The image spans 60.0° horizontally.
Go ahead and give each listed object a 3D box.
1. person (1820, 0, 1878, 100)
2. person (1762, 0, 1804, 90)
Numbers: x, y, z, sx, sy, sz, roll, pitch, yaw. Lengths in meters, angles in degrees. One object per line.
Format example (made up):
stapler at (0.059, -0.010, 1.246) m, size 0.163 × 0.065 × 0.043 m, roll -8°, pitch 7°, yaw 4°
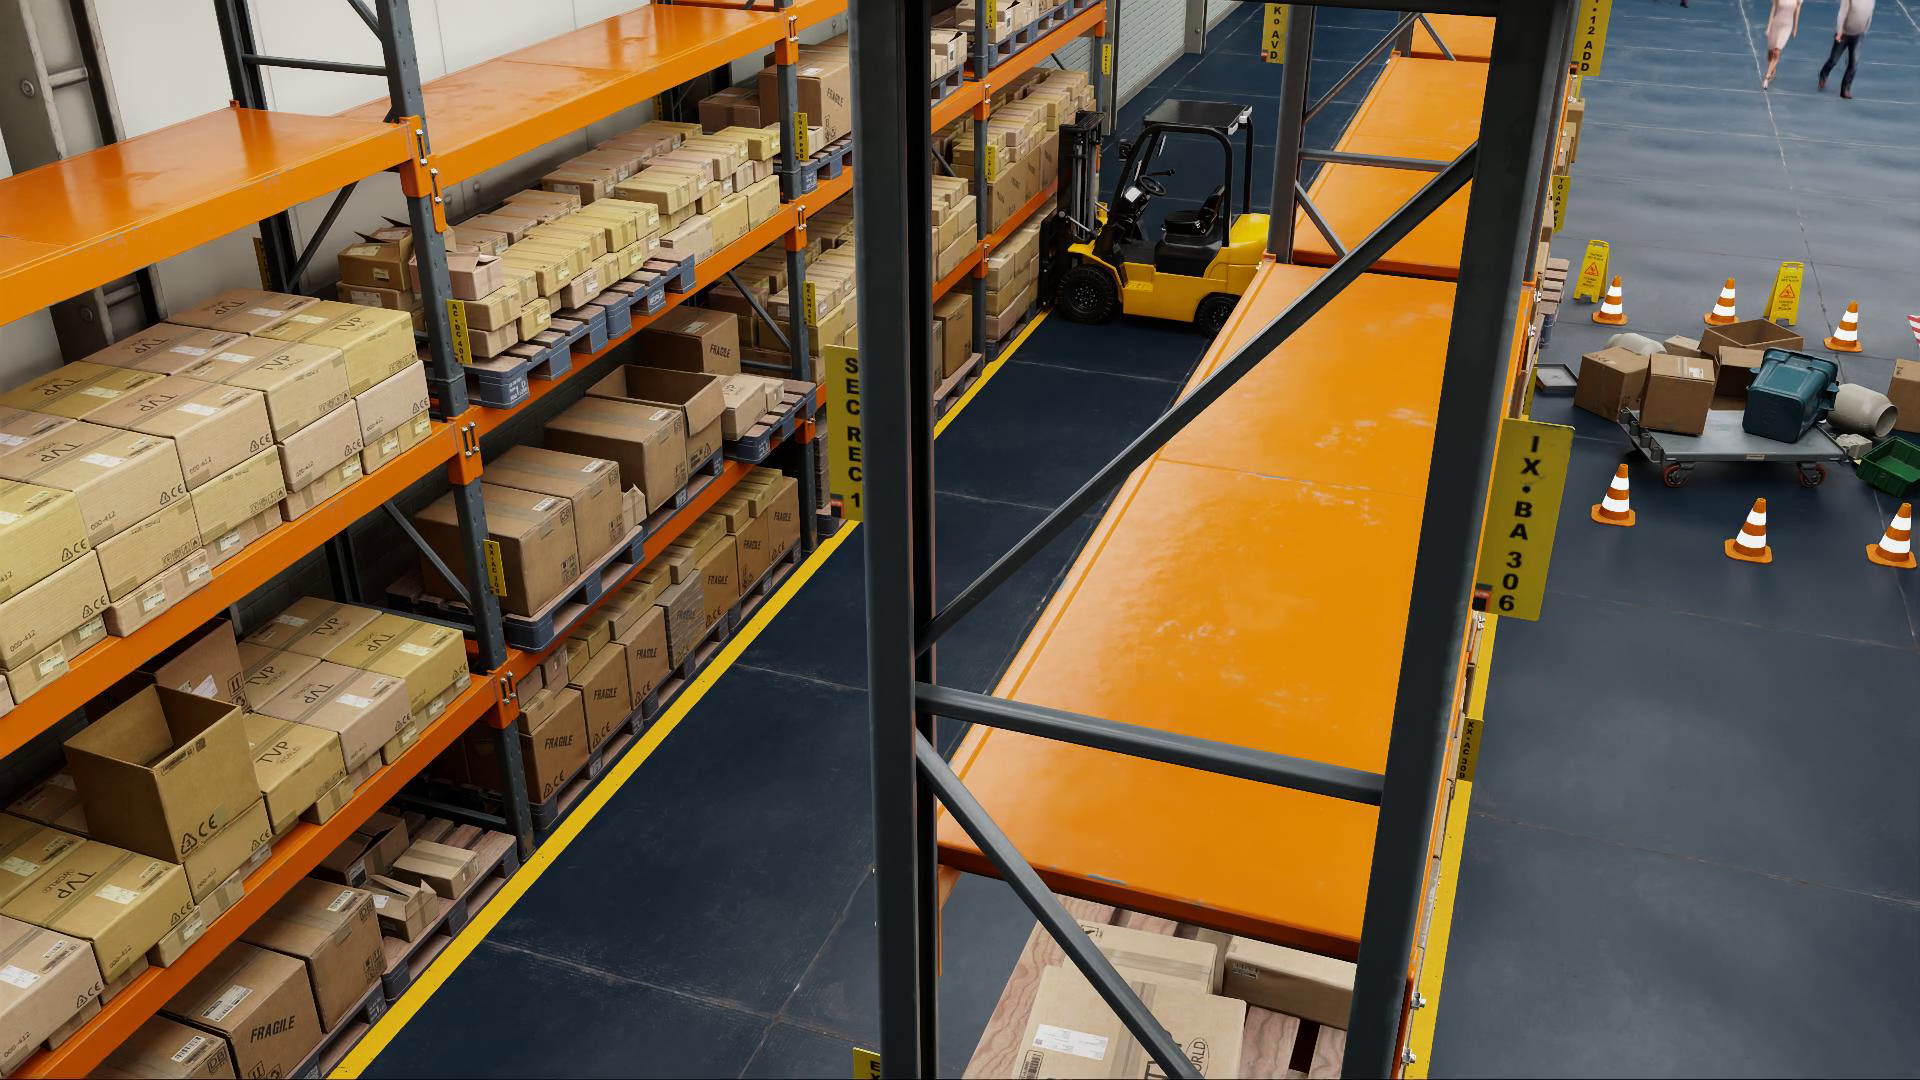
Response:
person at (13.890, -7.919, 26.037) m, size 0.932 × 1.881 × 1.232 m, roll 2°, pitch 28°, yaw 3°
person at (13.090, -8.131, 26.538) m, size 0.719 × 1.784 × 1.133 m, roll 16°, pitch 32°, yaw 27°
